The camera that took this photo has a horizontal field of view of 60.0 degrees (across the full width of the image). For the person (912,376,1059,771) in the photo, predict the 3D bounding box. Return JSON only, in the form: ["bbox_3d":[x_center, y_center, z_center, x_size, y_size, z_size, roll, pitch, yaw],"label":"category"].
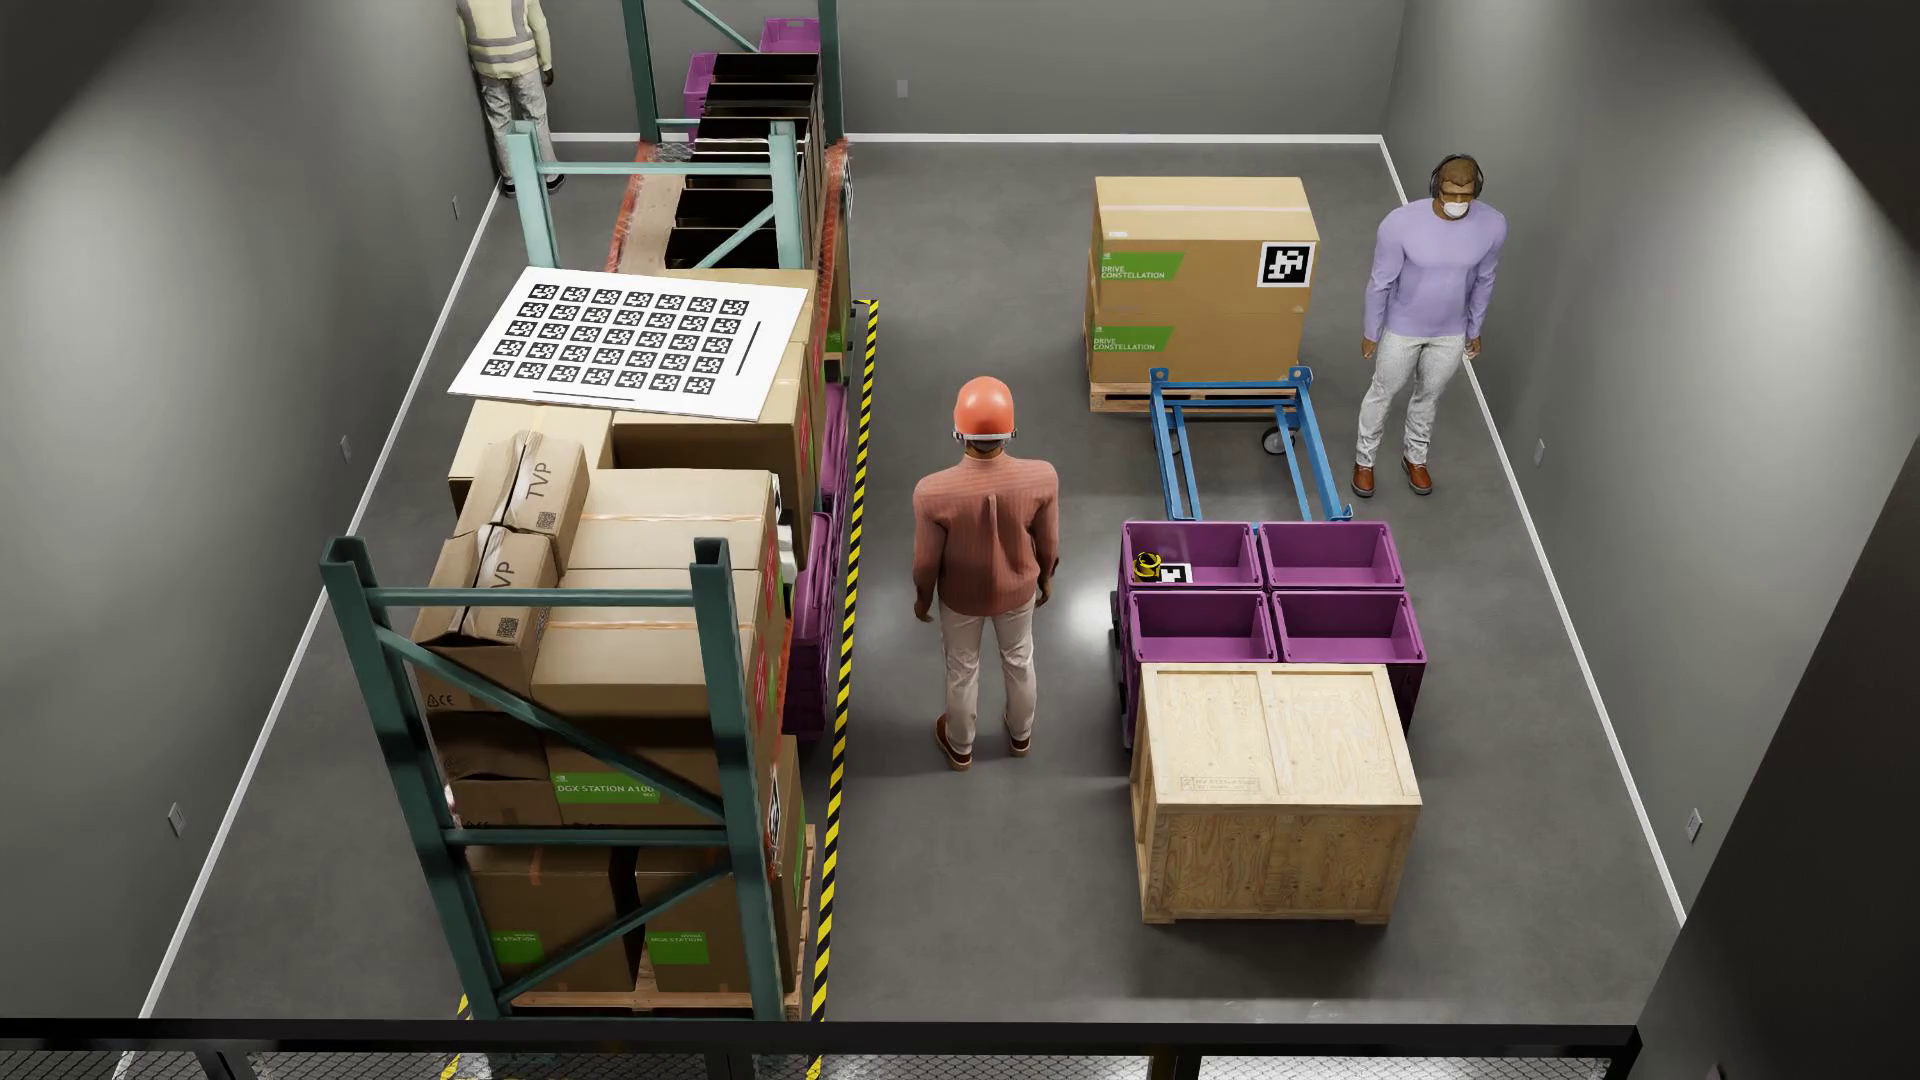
[{"bbox_3d":[0.101,0.171,6.876,0.611,1.996,0.378,-9,42,-10],"label":"person"}]

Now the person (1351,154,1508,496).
[{"bbox_3d":[2.319,-1.057,8.319,0.636,1.938,0.358,-2,41,-2],"label":"person"}]

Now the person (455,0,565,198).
[{"bbox_3d":[-2.921,-3.086,10.714,0.595,1.828,0.403,-4,41,-5],"label":"person"}]
